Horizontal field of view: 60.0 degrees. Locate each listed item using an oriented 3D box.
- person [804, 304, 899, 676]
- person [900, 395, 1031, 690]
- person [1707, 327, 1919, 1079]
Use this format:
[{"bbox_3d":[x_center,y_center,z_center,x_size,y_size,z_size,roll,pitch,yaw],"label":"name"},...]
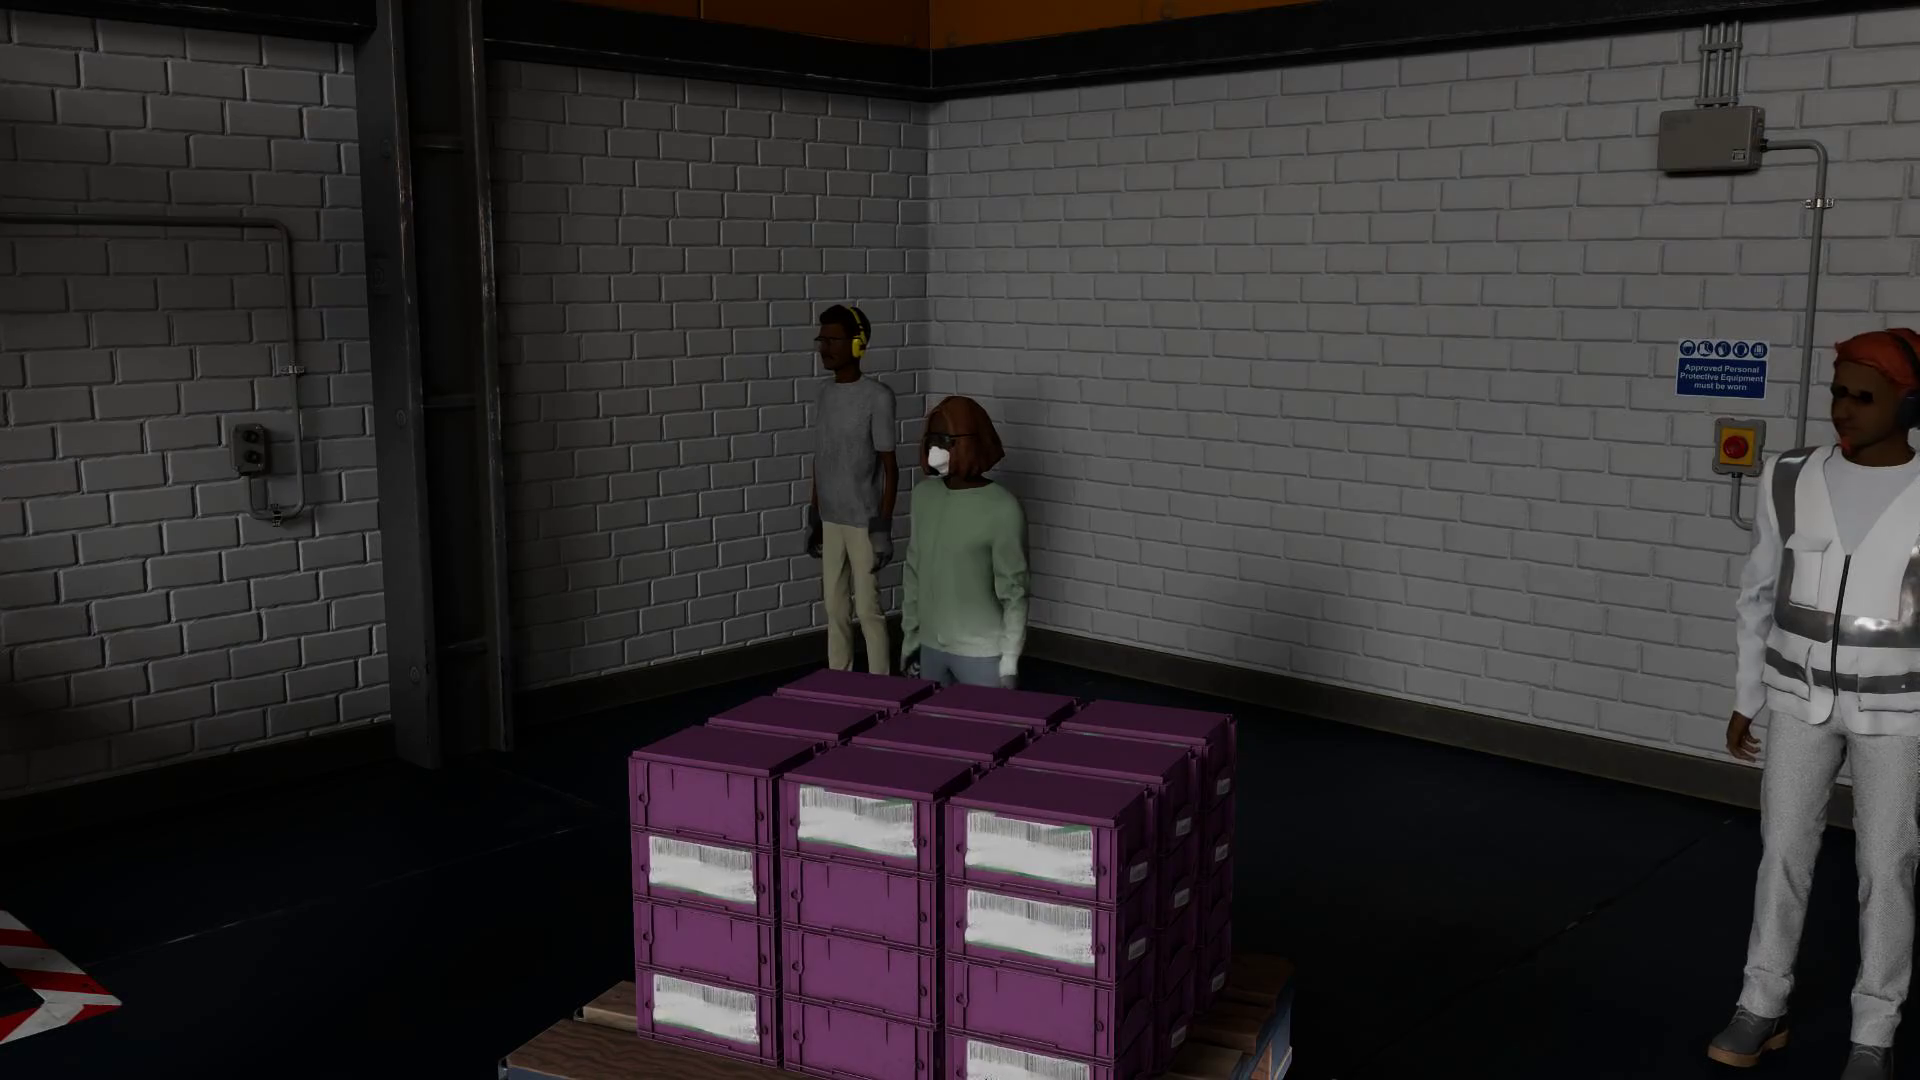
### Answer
[{"bbox_3d":[-0.482,-0.070,7.160,0.519,1.874,0.331,9,13,44],"label":"person"},{"bbox_3d":[0.002,0.361,5.240,0.498,1.634,0.282,9,13,44],"label":"person"},{"bbox_3d":[2.180,0.427,4.073,0.573,1.885,0.357,9,13,44],"label":"person"}]
